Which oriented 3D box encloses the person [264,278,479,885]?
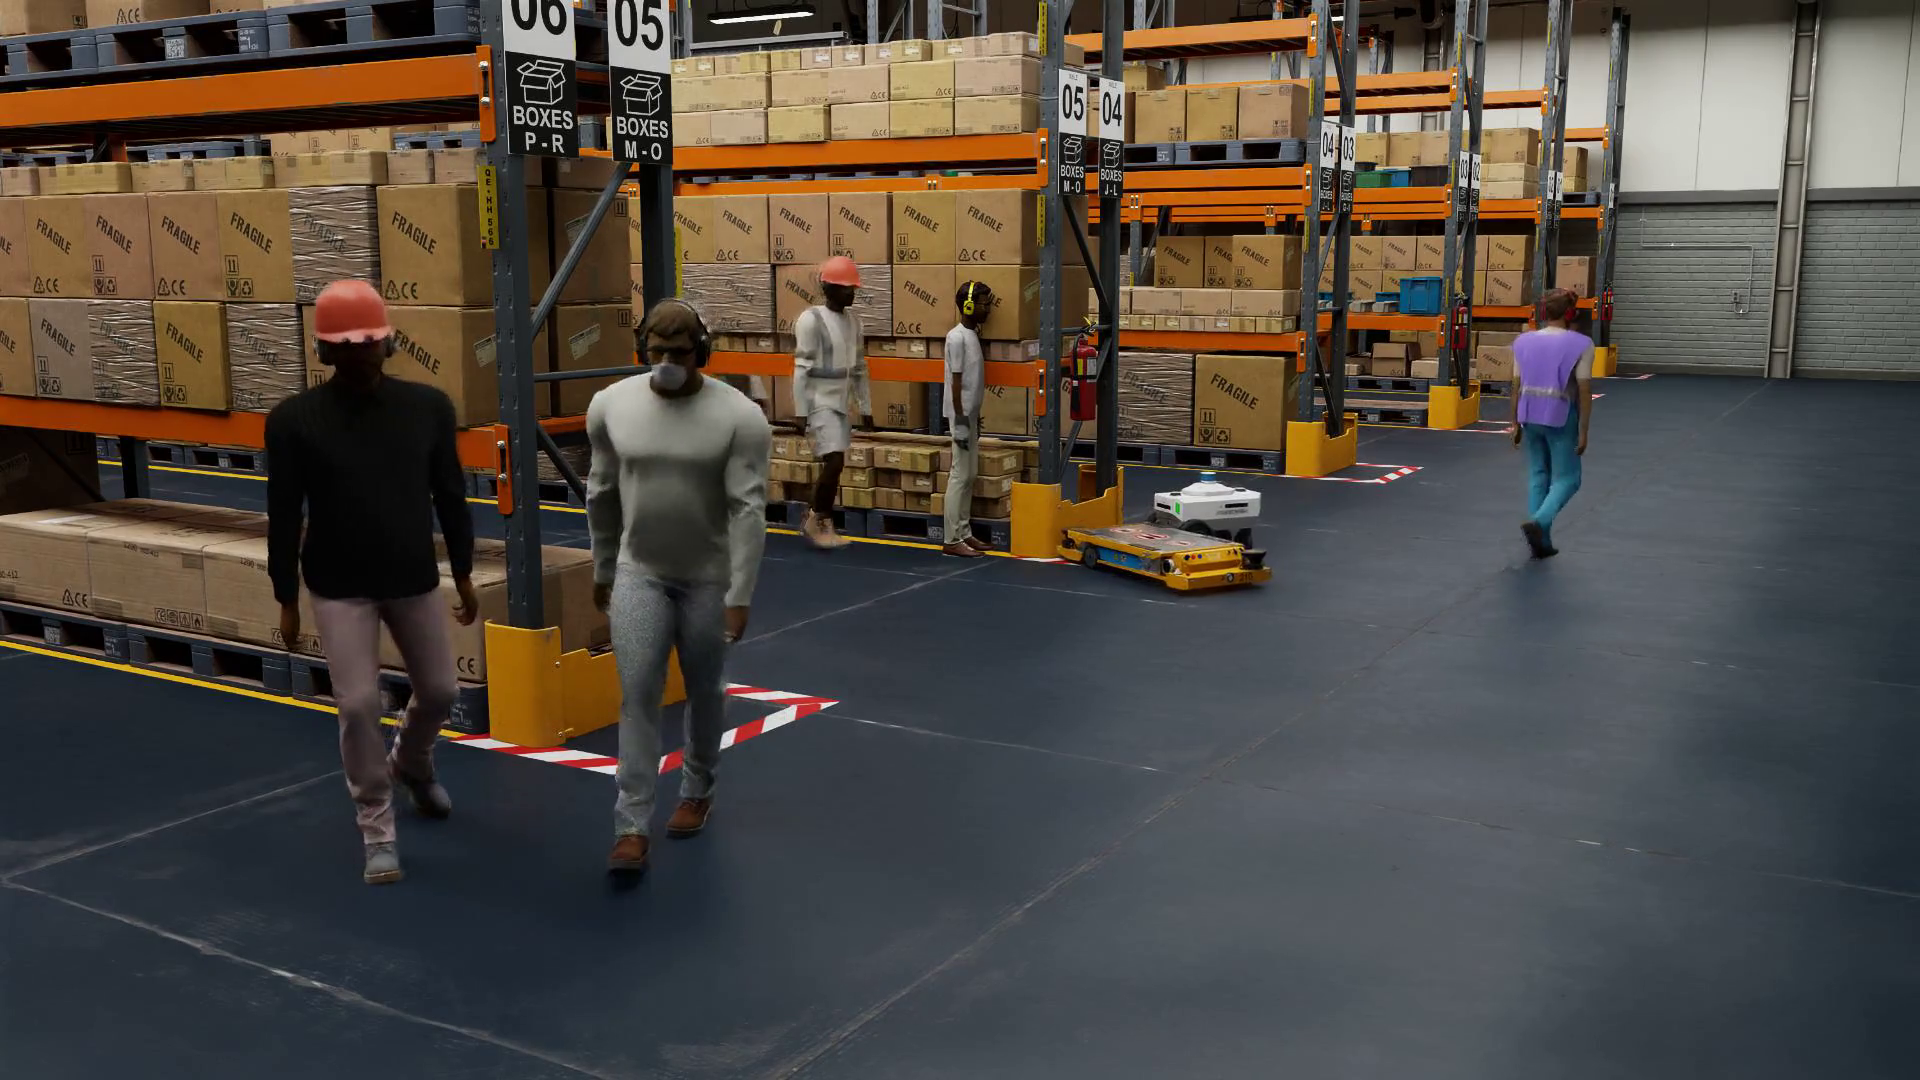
[{"bbox_3d":[-1.955,0.120,5.520,0.654,1.963,0.722,-6,11,-30],"label":"person"}]

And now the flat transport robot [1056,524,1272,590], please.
[{"bbox_3d":[1.280,0.082,10.677,0.652,0.197,1.431,-6,11,-30],"label":"flat transport robot"}]

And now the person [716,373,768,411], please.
[{"bbox_3d":[-2.128,-1.668,16.123,0.614,1.915,1.028,-8,12,-39],"label":"person"}]

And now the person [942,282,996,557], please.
[{"bbox_3d":[0.055,-0.811,11.271,0.332,1.860,0.511,2,10,14],"label":"person"}]

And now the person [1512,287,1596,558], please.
[{"bbox_3d":[3.899,-0.755,11.035,0.579,1.830,0.565,-9,13,-43],"label":"person"}]

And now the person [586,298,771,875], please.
[{"bbox_3d":[-0.952,0.153,5.518,0.644,1.888,0.927,0,10,2],"label":"person"}]

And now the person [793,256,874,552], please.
[{"bbox_3d":[-0.859,-0.912,11.366,0.512,2.021,0.647,6,12,33],"label":"person"}]

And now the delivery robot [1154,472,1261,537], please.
[{"bbox_3d":[1.695,-0.222,11.355,0.707,0.478,0.477,-4,11,-23],"label":"delivery robot"}]
